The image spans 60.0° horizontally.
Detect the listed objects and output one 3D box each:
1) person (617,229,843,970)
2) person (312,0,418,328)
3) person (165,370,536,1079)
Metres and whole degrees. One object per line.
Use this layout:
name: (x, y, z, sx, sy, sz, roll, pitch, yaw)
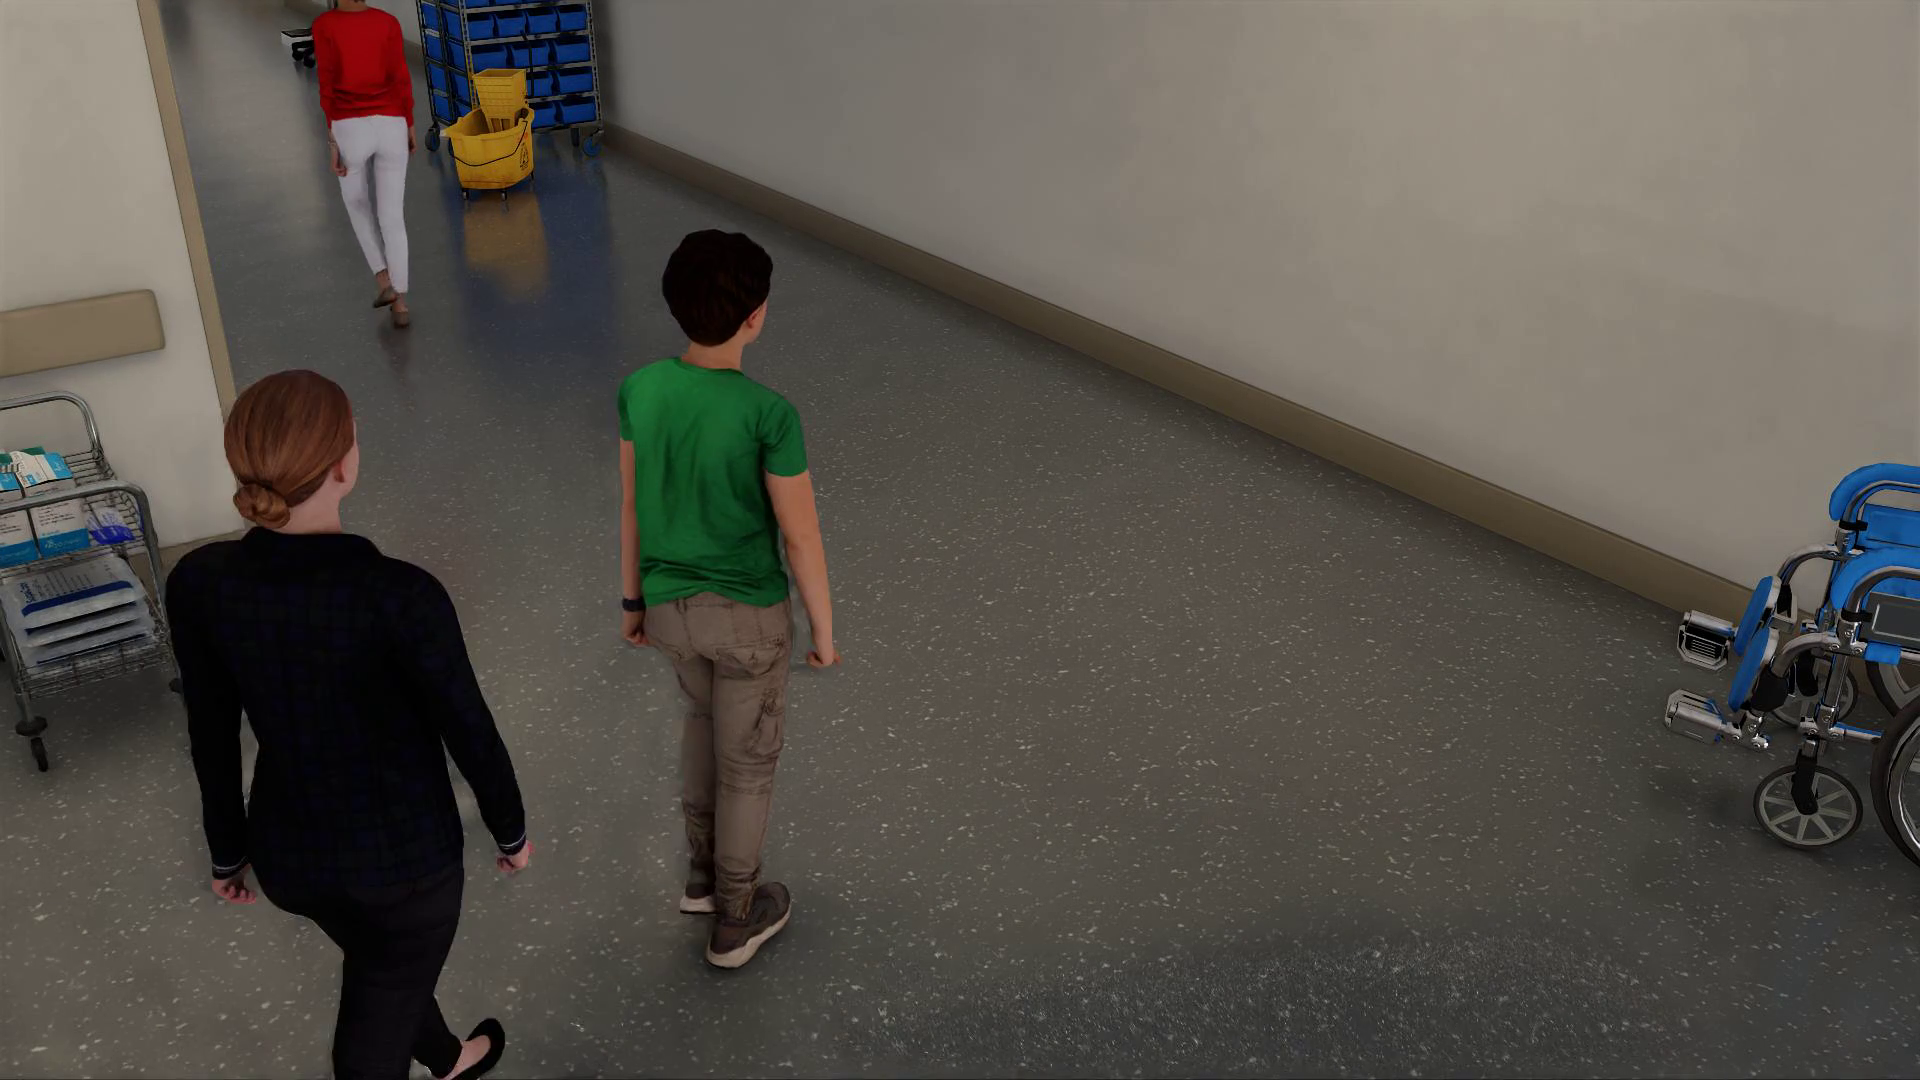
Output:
person: (-0.542, 0.195, 3.445, 0.719, 1.639, 0.750, 11, 28, 21)
person: (-2.632, -1.766, 7.461, 0.576, 1.683, 0.668, -11, 28, -22)
person: (-0.990, 0.581, 2.627, 0.979, 1.653, 1.045, 5, 26, 10)
